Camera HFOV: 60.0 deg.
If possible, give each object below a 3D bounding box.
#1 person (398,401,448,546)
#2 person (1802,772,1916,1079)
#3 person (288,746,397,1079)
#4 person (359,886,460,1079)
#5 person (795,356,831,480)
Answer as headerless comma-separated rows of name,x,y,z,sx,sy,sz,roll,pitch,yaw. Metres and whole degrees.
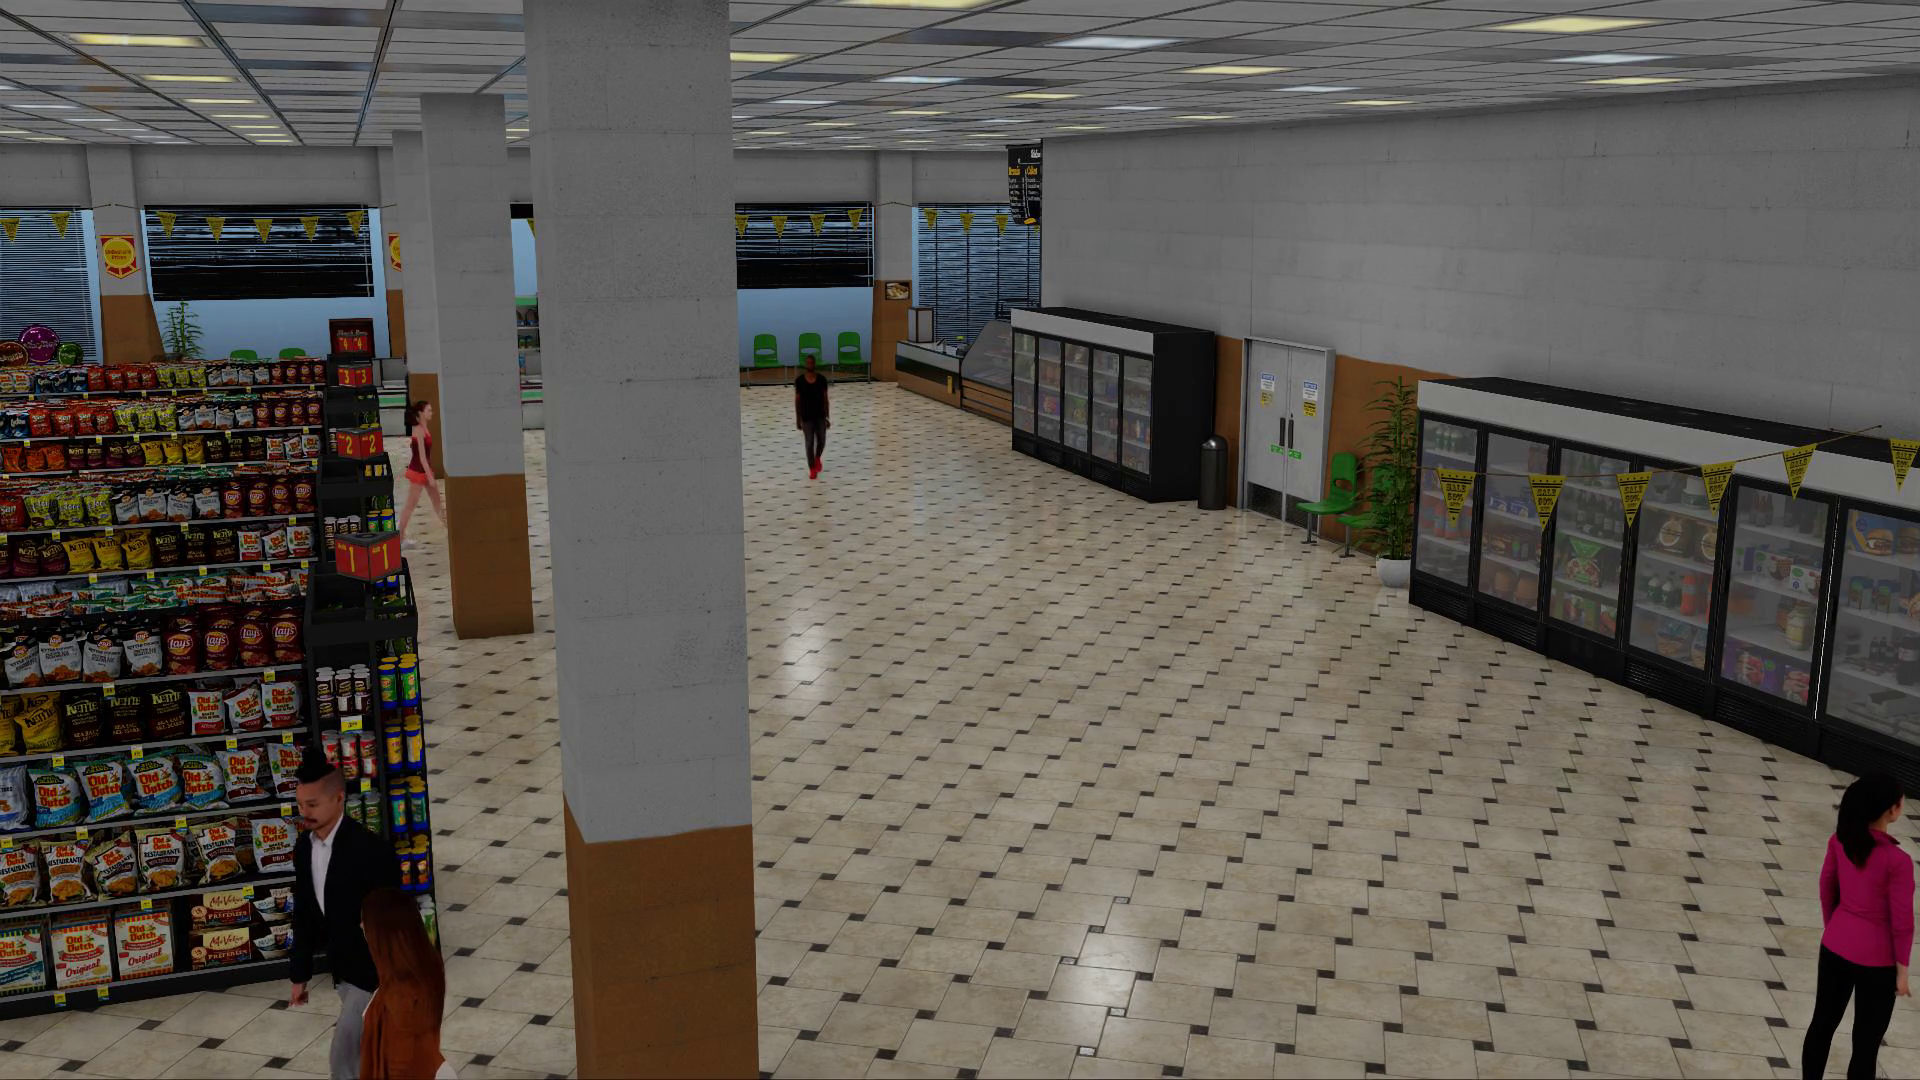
person,-6.467,-0.764,19.677,1.133,1.712,0.649,-3,12,-14
person,3.969,1.837,7.357,0.547,1.699,0.579,-5,13,-21
person,-2.471,1.774,7.123,0.988,1.919,1.087,8,14,34
person,-1.981,2.088,6.134,0.641,1.711,0.677,-1,12,-5
person,-2.163,-1.819,24.479,0.871,1.798,0.852,-1,12,-5
